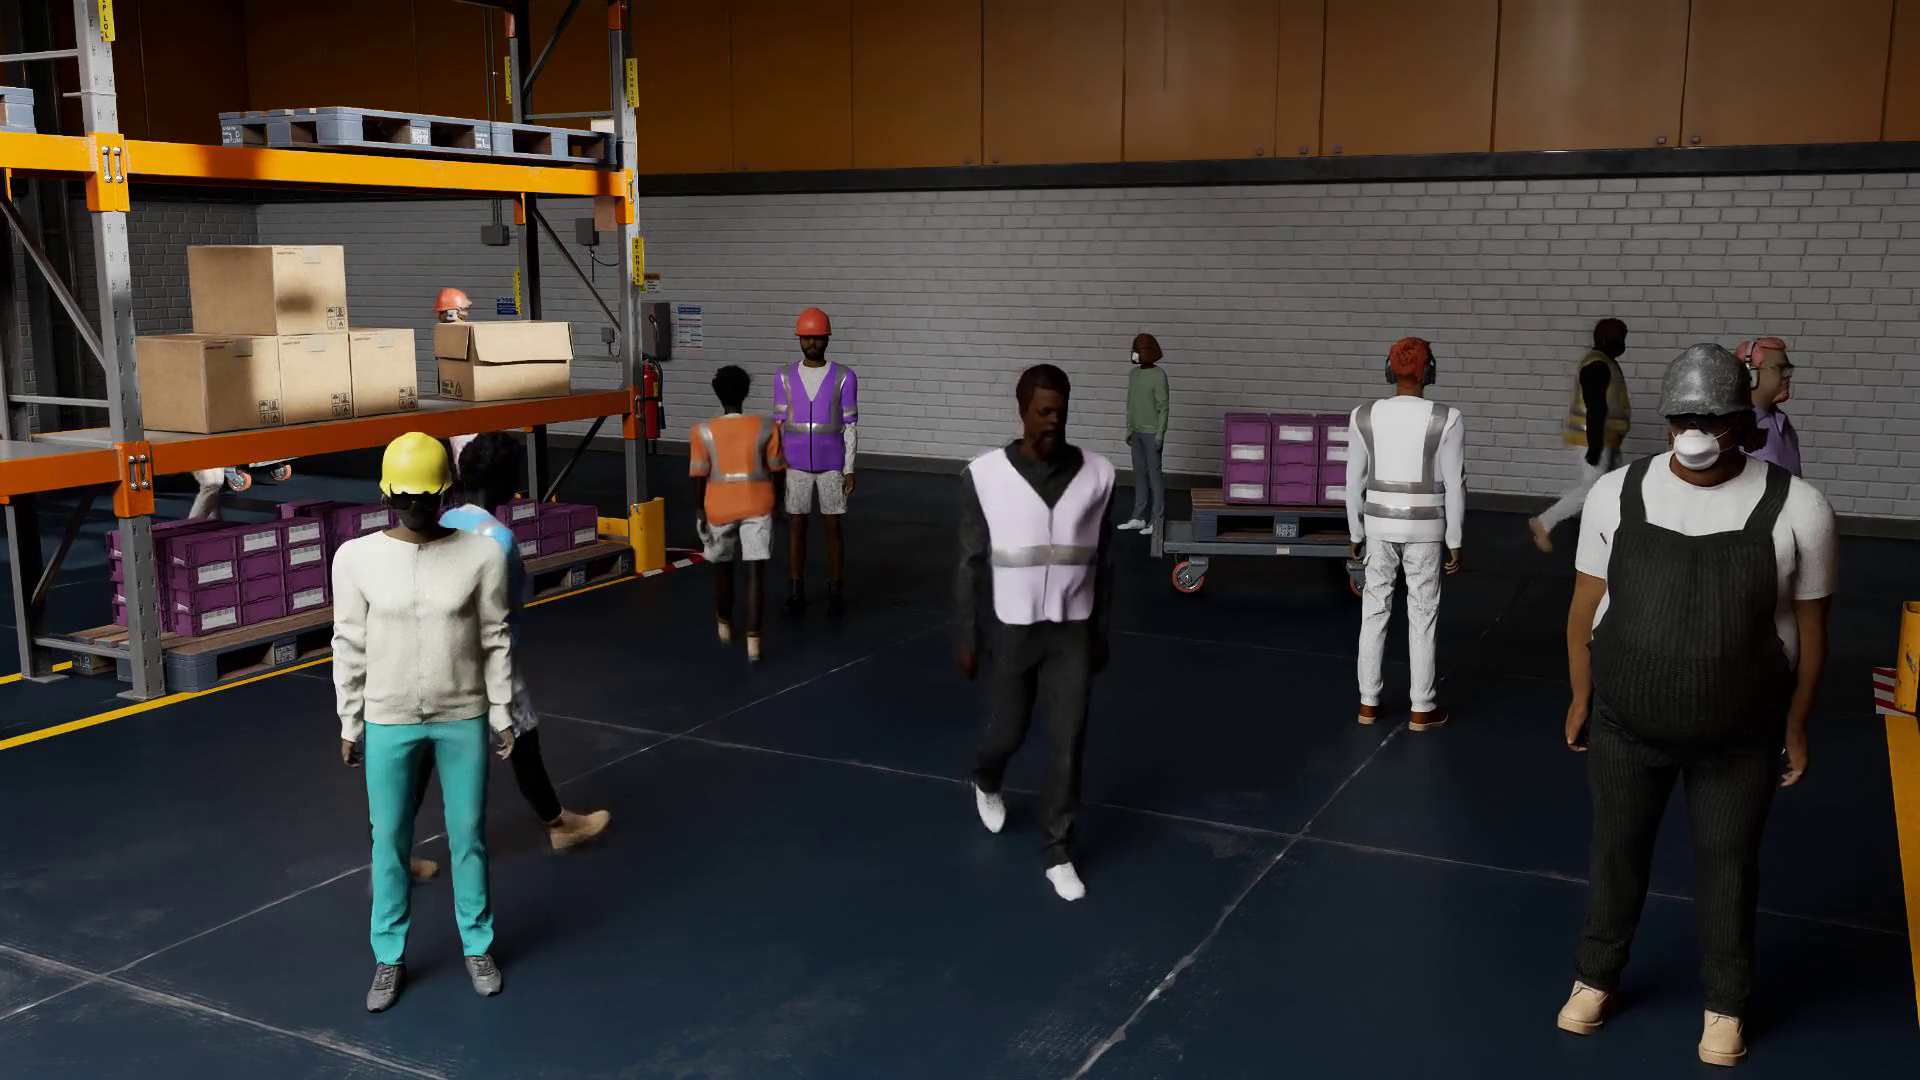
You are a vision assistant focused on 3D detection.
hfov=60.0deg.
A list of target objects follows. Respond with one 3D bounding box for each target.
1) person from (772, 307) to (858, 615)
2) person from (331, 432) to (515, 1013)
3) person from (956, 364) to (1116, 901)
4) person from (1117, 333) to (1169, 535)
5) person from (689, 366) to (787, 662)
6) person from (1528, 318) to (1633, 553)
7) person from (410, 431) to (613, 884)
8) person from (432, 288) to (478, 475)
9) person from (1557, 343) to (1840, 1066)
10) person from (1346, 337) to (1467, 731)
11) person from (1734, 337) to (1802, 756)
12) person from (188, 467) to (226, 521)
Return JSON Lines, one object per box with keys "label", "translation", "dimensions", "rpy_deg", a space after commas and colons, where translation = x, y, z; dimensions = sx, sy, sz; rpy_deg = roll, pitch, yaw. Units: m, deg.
{"label": "person", "translation": [-0.915, -0.487, 10.479], "dimensions": [0.547, 1.942, 0.351], "rpy_deg": [1, 10, 4]}
{"label": "person", "translation": [-1.612, 0.546, 5.038], "dimensions": [0.524, 1.760, 0.326], "rpy_deg": [-3, 10, -18]}
{"label": "person", "translation": [0.265, 0.294, 6.106], "dimensions": [0.595, 1.898, 0.792], "rpy_deg": [-3, 10, -15]}
{"label": "person", "translation": [1.509, -0.863, 13.545], "dimensions": [0.285, 1.633, 0.501], "rpy_deg": [-5, 11, -27]}
{"label": "person", "translation": [-1.248, -0.160, 9.426], "dimensions": [0.542, 1.652, 0.884], "rpy_deg": [-1, 10, -5]}
{"label": "person", "translation": [4.682, -0.736, 12.295], "dimensions": [0.760, 1.815, 0.644], "rpy_deg": [5, 11, 28]}
{"label": "person", "translation": [-1.743, 0.426, 6.059], "dimensions": [0.907, 1.637, 0.544], "rpy_deg": [-10, 14, -44]}
{"label": "person", "translation": [-4.128, -1.077, 13.745], "dimensions": [0.377, 1.995, 0.611], "rpy_deg": [0, 10, 0]}
{"label": "person", "translation": [2.045, 0.463, 4.692], "dimensions": [0.688, 2.000, 0.537], "rpy_deg": [6, 11, 31]}
{"label": "person", "translation": [2.135, -0.026, 7.977], "dimensions": [0.574, 1.884, 0.356], "rpy_deg": [6, 11, 31]}
{"label": "person", "translation": [3.524, 0.056, 7.427], "dimensions": [0.643, 1.913, 0.411], "rpy_deg": [-8, 13, -40]}
{"label": "person", "translation": [-5.778, -0.699, 12.660], "dimensions": [0.519, 1.607, 0.786], "rpy_deg": [4, 10, 19]}
